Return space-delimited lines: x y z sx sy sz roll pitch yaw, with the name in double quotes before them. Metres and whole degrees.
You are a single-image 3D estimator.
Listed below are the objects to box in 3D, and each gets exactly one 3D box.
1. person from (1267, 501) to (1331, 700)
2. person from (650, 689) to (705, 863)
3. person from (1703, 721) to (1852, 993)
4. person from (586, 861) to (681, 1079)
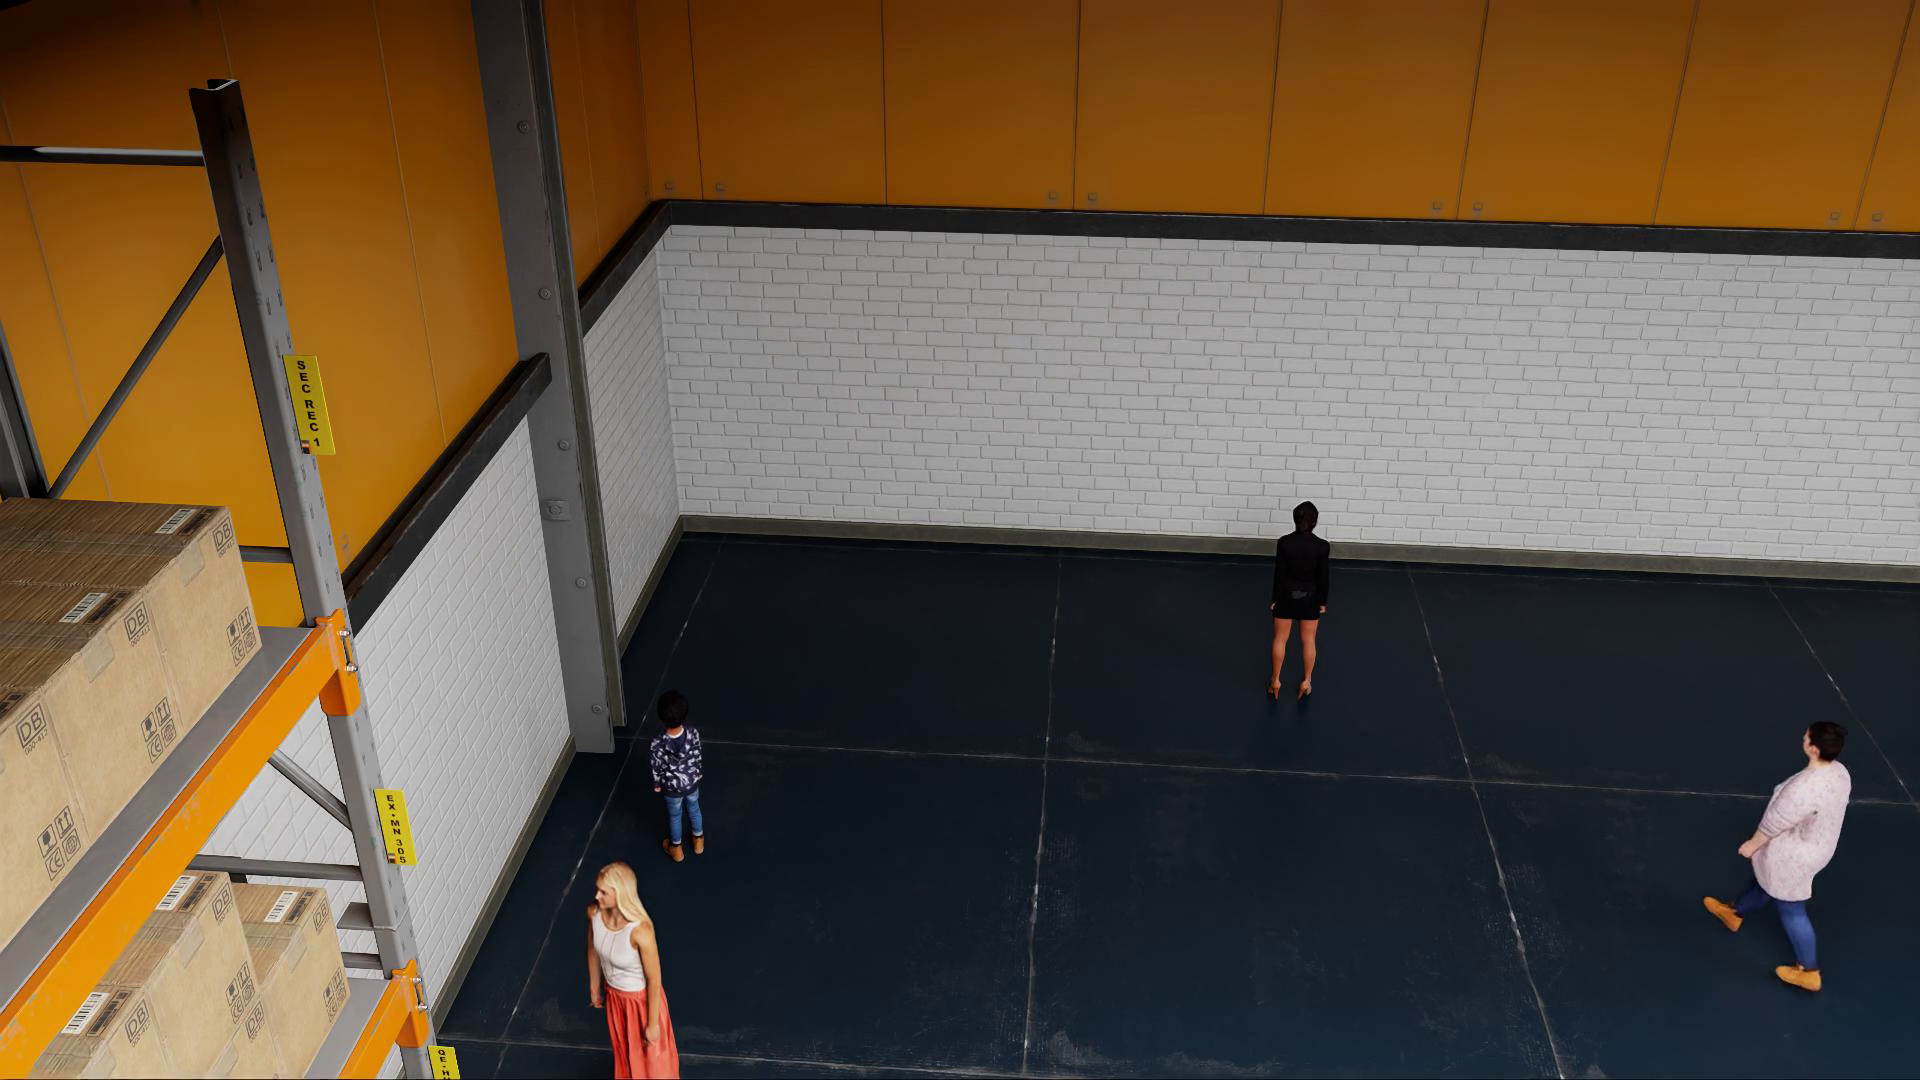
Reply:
"person" 2.492 0.454 12.256 0.565 1.640 0.624 4 29 7
"person" -1.814 1.512 10.722 0.584 1.251 0.630 -15 32 -26
"person" 4.907 1.844 9.638 1.098 1.706 1.192 -19 34 -30
"person" -1.682 2.377 8.561 0.735 1.802 0.754 20 34 32
